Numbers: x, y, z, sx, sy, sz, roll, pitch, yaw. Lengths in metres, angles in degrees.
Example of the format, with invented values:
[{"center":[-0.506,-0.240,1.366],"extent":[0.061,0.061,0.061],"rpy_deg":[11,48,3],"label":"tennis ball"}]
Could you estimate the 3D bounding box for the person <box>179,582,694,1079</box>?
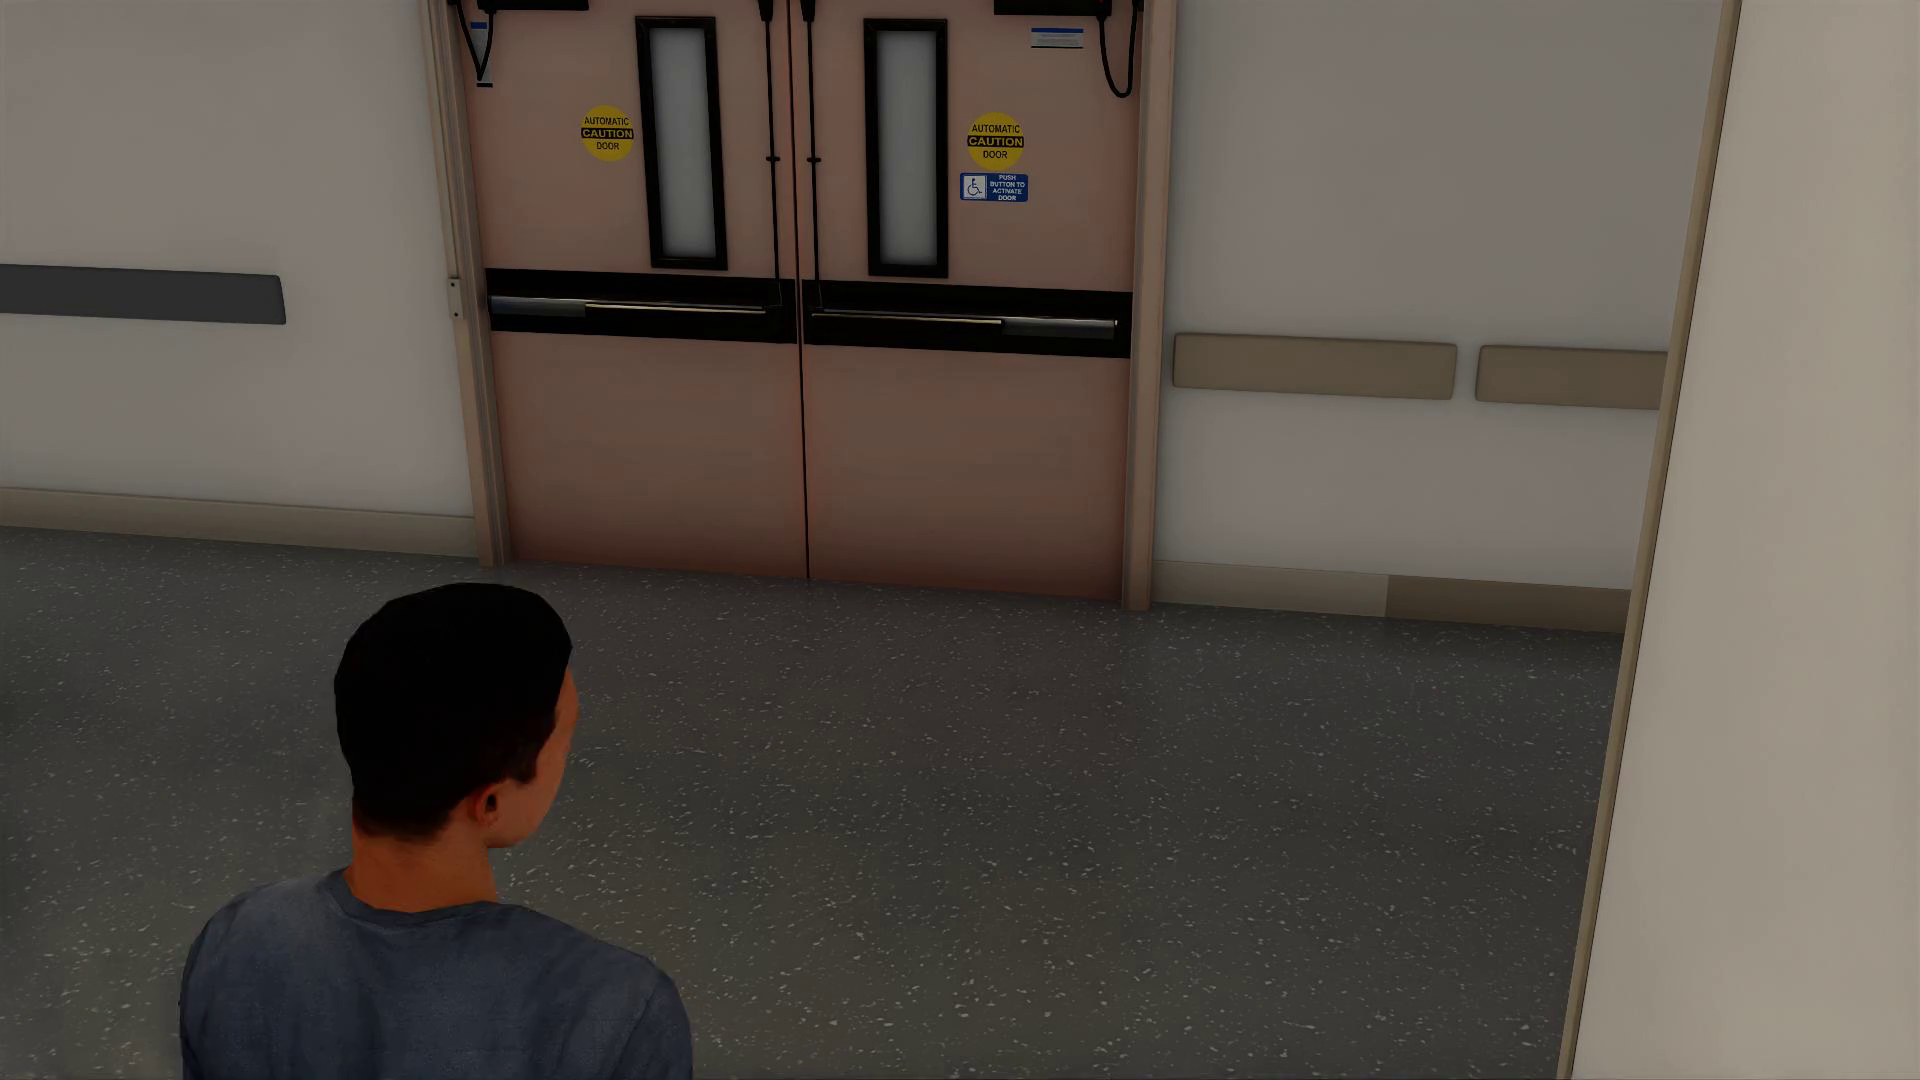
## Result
[{"center":[-0.519,0.939,1.598],"extent":[0.877,1.773,0.783],"rpy_deg":[6,22,15],"label":"person"}]
